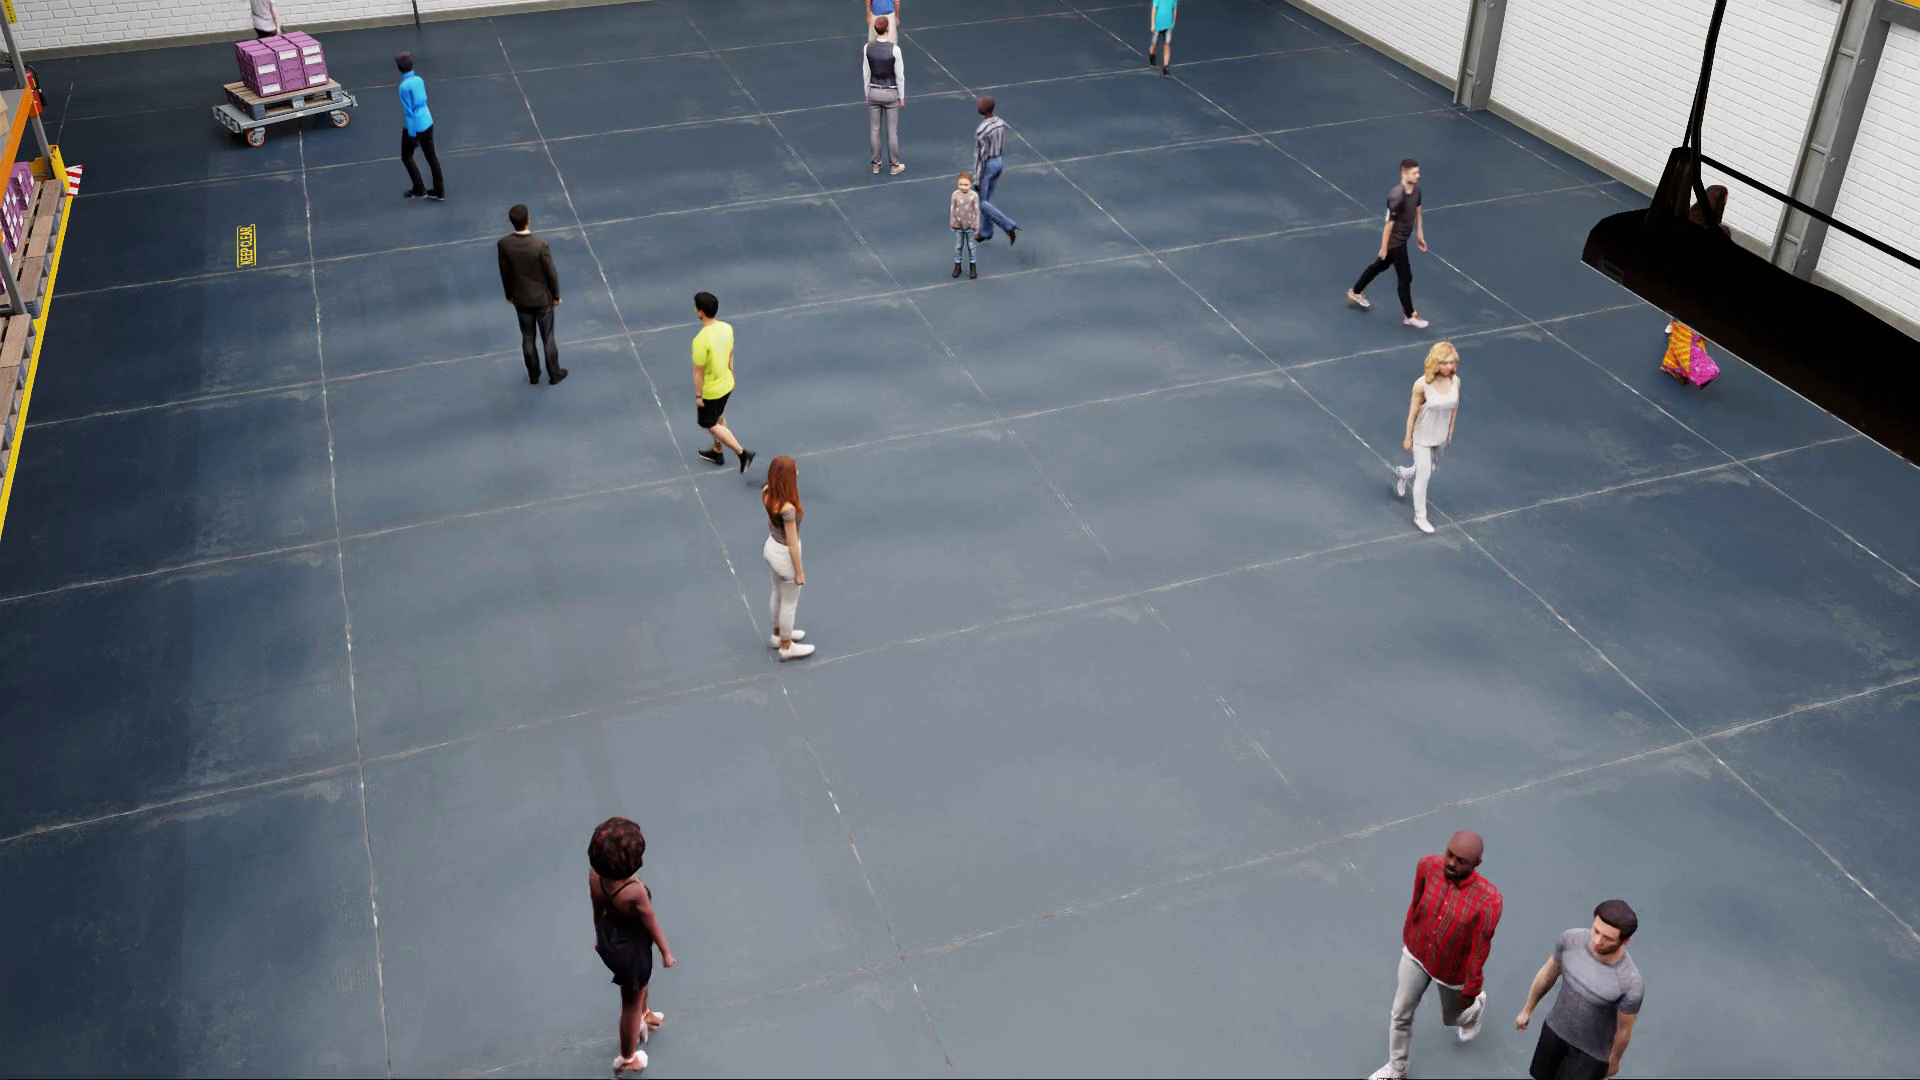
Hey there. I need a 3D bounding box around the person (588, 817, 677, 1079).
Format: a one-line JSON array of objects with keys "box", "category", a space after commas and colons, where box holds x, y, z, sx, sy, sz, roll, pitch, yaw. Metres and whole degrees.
[{"box": [-1.853, 2.267, 8.953, 0.777, 1.772, 0.828, 21, 39, 28], "category": "person"}]

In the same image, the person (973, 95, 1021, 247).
[{"box": [0.386, -4.033, 18.432, 1.048, 1.772, 0.941, 23, 40, 31], "category": "person"}]

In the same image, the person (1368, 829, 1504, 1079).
[{"box": [2.650, 2.224, 8.992, 1.025, 1.802, 1.163, -29, 43, -36], "category": "person"}]

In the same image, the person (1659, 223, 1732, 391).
[{"box": [7.056, -2.200, 15.768, 0.761, 1.668, 1.003, -19, 38, -26], "category": "person"}]

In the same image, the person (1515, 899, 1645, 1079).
[{"box": [3.242, 2.496, 8.528, 0.773, 1.862, 0.635, -16, 37, -23], "category": "person"}]

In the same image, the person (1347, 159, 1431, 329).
[{"box": [4.396, -3.072, 17.039, 1.289, 1.714, 1.074, 24, 40, 31], "category": "person"}]

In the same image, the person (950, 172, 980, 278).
[{"box": [0.058, -3.441, 18.065, 0.545, 1.193, 0.576, 6, 34, 9], "category": "person"}]

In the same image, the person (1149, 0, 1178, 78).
[{"box": [2.887, -7.415, 23.829, 0.702, 1.430, 0.972, -1, 34, -2], "category": "person"}]

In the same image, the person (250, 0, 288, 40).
[{"box": [-9.619, -7.062, 22.946, 0.831, 1.821, 0.892, 15, 36, 21], "category": "person"}]

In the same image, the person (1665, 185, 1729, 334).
[{"box": [7.415, -2.793, 16.706, 0.678, 1.617, 0.556, -8, 34, -11], "category": "person"}]

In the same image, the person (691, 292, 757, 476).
[{"box": [-2.067, -1.336, 14.448, 1.046, 1.691, 0.951, 18, 38, 25], "category": "person"}]

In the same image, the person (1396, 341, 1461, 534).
[{"box": [3.875, -0.915, 13.849, 0.602, 1.653, 0.937, -10, 35, -15], "category": "person"}]

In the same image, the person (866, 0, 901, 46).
[{"box": [-1.076, -7.418, 23.461, 0.799, 1.841, 0.967, -1, 34, -2], "category": "person"}]

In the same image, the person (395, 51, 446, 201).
[{"box": [-6.321, -4.861, 19.670, 0.885, 1.781, 0.821, 10, 35, 14], "category": "person"}]

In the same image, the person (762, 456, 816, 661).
[{"box": [-1.306, 0.135, 12.212, 0.685, 1.716, 0.532, -19, 38, -26], "category": "person"}]

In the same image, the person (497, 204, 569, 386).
[{"box": [-4.081, -2.335, 15.849, 0.751, 1.803, 0.686, 2, 34, 3], "category": "person"}]

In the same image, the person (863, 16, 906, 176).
[{"box": [-0.941, -5.476, 20.453, 0.748, 1.939, 0.763, 8, 34, 12], "category": "person"}]
